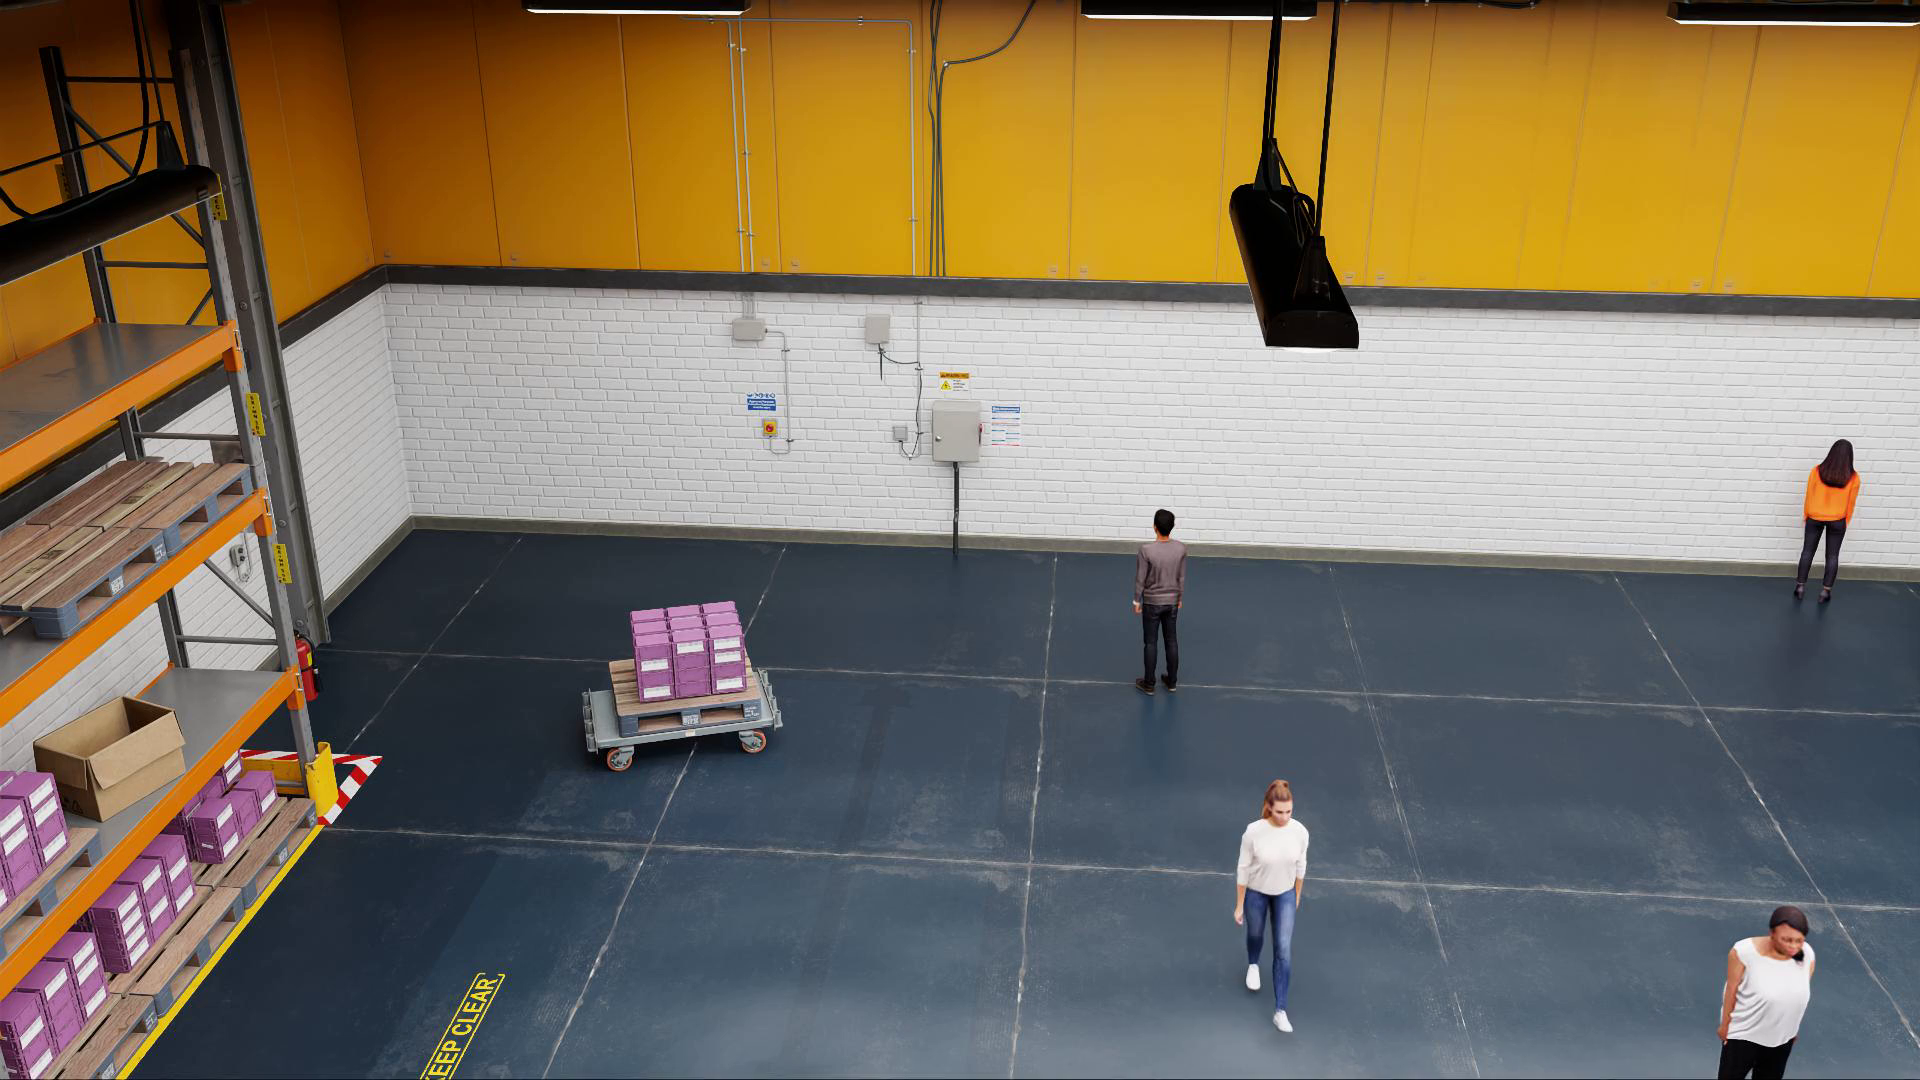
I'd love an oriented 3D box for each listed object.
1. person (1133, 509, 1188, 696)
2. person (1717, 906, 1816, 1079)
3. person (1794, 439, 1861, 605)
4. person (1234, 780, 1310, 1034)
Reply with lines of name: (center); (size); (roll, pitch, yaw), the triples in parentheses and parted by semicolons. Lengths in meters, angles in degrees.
person: (1.825, 0.563, 15.110); (0.705, 1.765, 0.661); (-4, 24, -10)
person: (4.788, 2.883, 9.901); (0.671, 1.686, 0.637); (-1, 24, -1)
person: (8.797, -0.200, 16.878); (0.703, 1.748, 0.707); (14, 27, 30)
person: (2.048, 2.342, 11.140); (0.649, 1.686, 1.020); (2, 24, 3)
